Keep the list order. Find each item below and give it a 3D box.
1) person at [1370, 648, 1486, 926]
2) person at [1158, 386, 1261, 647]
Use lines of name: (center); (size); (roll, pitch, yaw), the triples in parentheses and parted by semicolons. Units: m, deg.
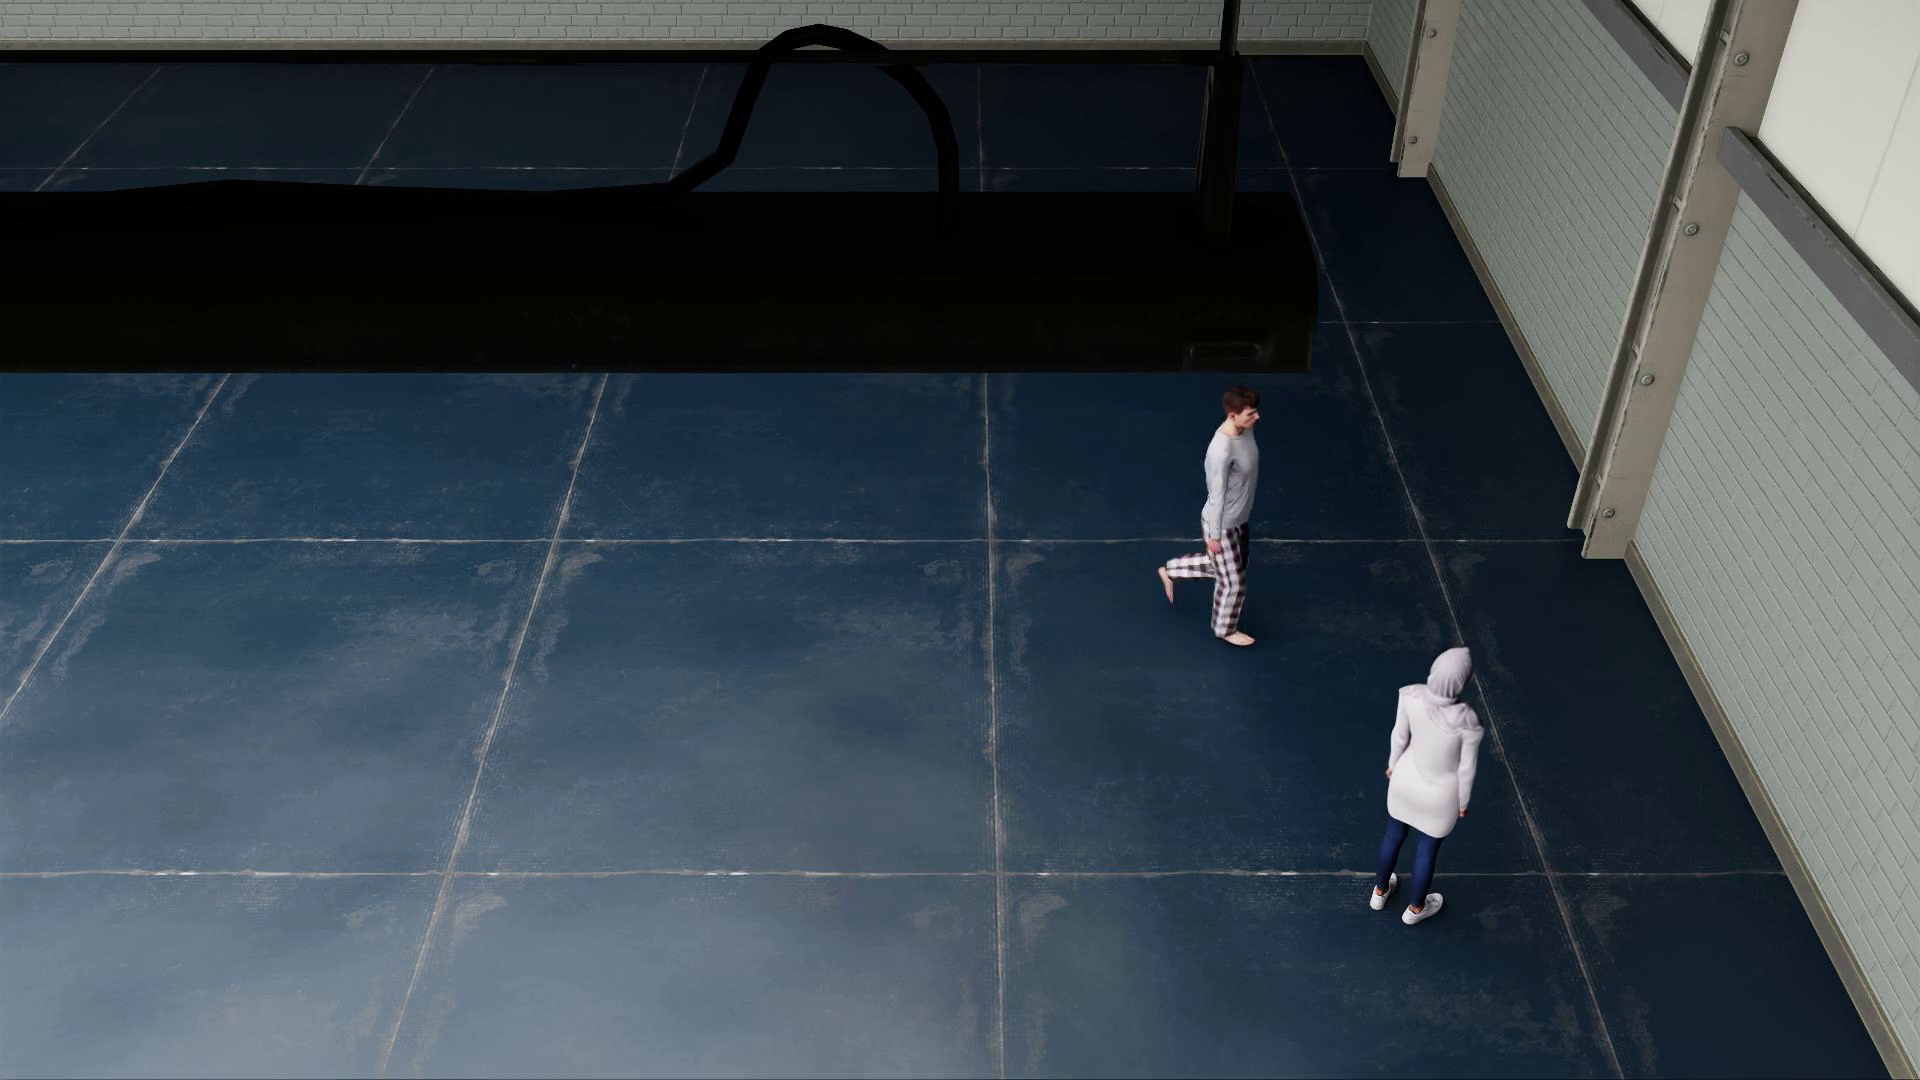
person: (2.336, 1.241, 8.346); (0.684, 1.775, 0.731); (28, 45, 32)
person: (1.552, -0.159, 10.144); (0.960, 1.828, 0.992); (19, 41, 23)
